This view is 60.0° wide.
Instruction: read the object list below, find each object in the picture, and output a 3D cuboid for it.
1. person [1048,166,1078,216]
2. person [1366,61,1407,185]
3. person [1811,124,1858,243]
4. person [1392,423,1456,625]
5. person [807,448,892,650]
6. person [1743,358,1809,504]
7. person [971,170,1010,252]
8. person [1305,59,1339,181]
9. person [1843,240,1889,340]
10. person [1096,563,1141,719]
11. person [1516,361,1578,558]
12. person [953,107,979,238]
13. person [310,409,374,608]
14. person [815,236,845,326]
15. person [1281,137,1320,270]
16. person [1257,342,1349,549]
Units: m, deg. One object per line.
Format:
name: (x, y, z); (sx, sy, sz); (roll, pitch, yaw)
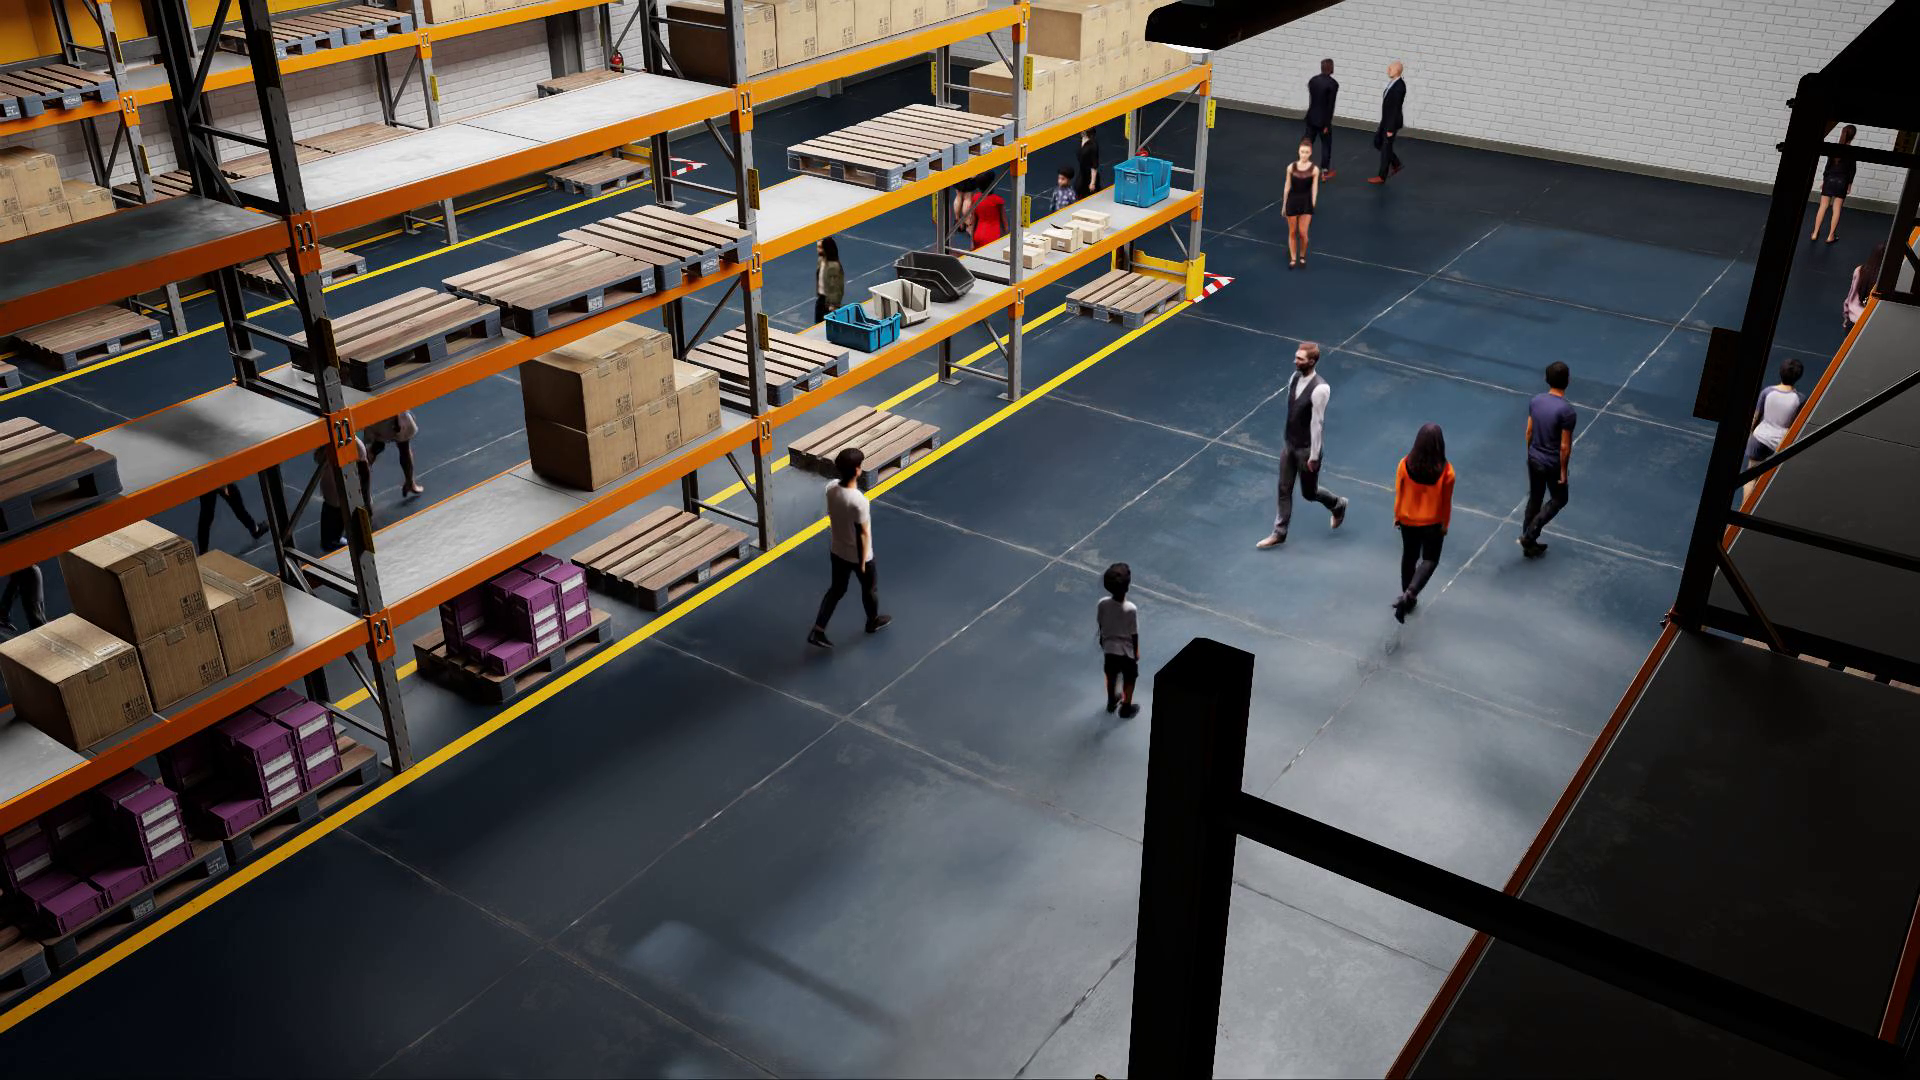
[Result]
person: (1.384, -4.199, 21.414); (0.568, 1.223, 0.902); (23, 36, 36)
person: (6.360, -6.101, 24.306); (0.982, 1.793, 0.921); (0, 29, 1)
person: (11.631, -4.742, 22.060); (0.524, 1.556, 0.534); (19, 34, 31)
person: (3.686, -0.099, 13.366); (0.627, 1.731, 0.920); (19, 34, 31)
person: (-0.922, 0.093, 13.056); (0.745, 1.690, 1.118); (24, 37, 37)
person: (7.305, -0.858, 14.976); (0.580, 1.522, 0.967); (18, 33, 29)
person: (0.297, -3.437, 19.517); (0.587, 1.702, 1.074); (17, 33, 28)
person: (5.165, -6.055, 24.230); (1.042, 1.783, 0.850); (-21, 35, -33)
person: (9.322, -2.213, 17.158); (0.649, 1.811, 0.685); (-18, 34, -30)
person: (1.155, 0.768, 12.276); (0.528, 1.254, 0.548); (17, 33, 28)
person: (4.981, -0.644, 14.328); (0.832, 1.767, 0.811); (-14, 32, -25)
person: (0.060, -4.919, 22.217); (0.756, 1.718, 0.750); (-15, 32, -25)
person: (-5.002, -0.355, 13.719); (0.754, 1.844, 0.795); (11, 31, 19)
person: (-1.389, -2.627, 18.281); (0.940, 1.463, 0.737); (-20, 34, -32)
person: (4.316, -4.274, 21.086); (0.634, 1.668, 0.688); (12, 31, 20)
person: (3.069, -0.828, 14.512); (1.215, 1.915, 1.002); (-13, 31, -22)
